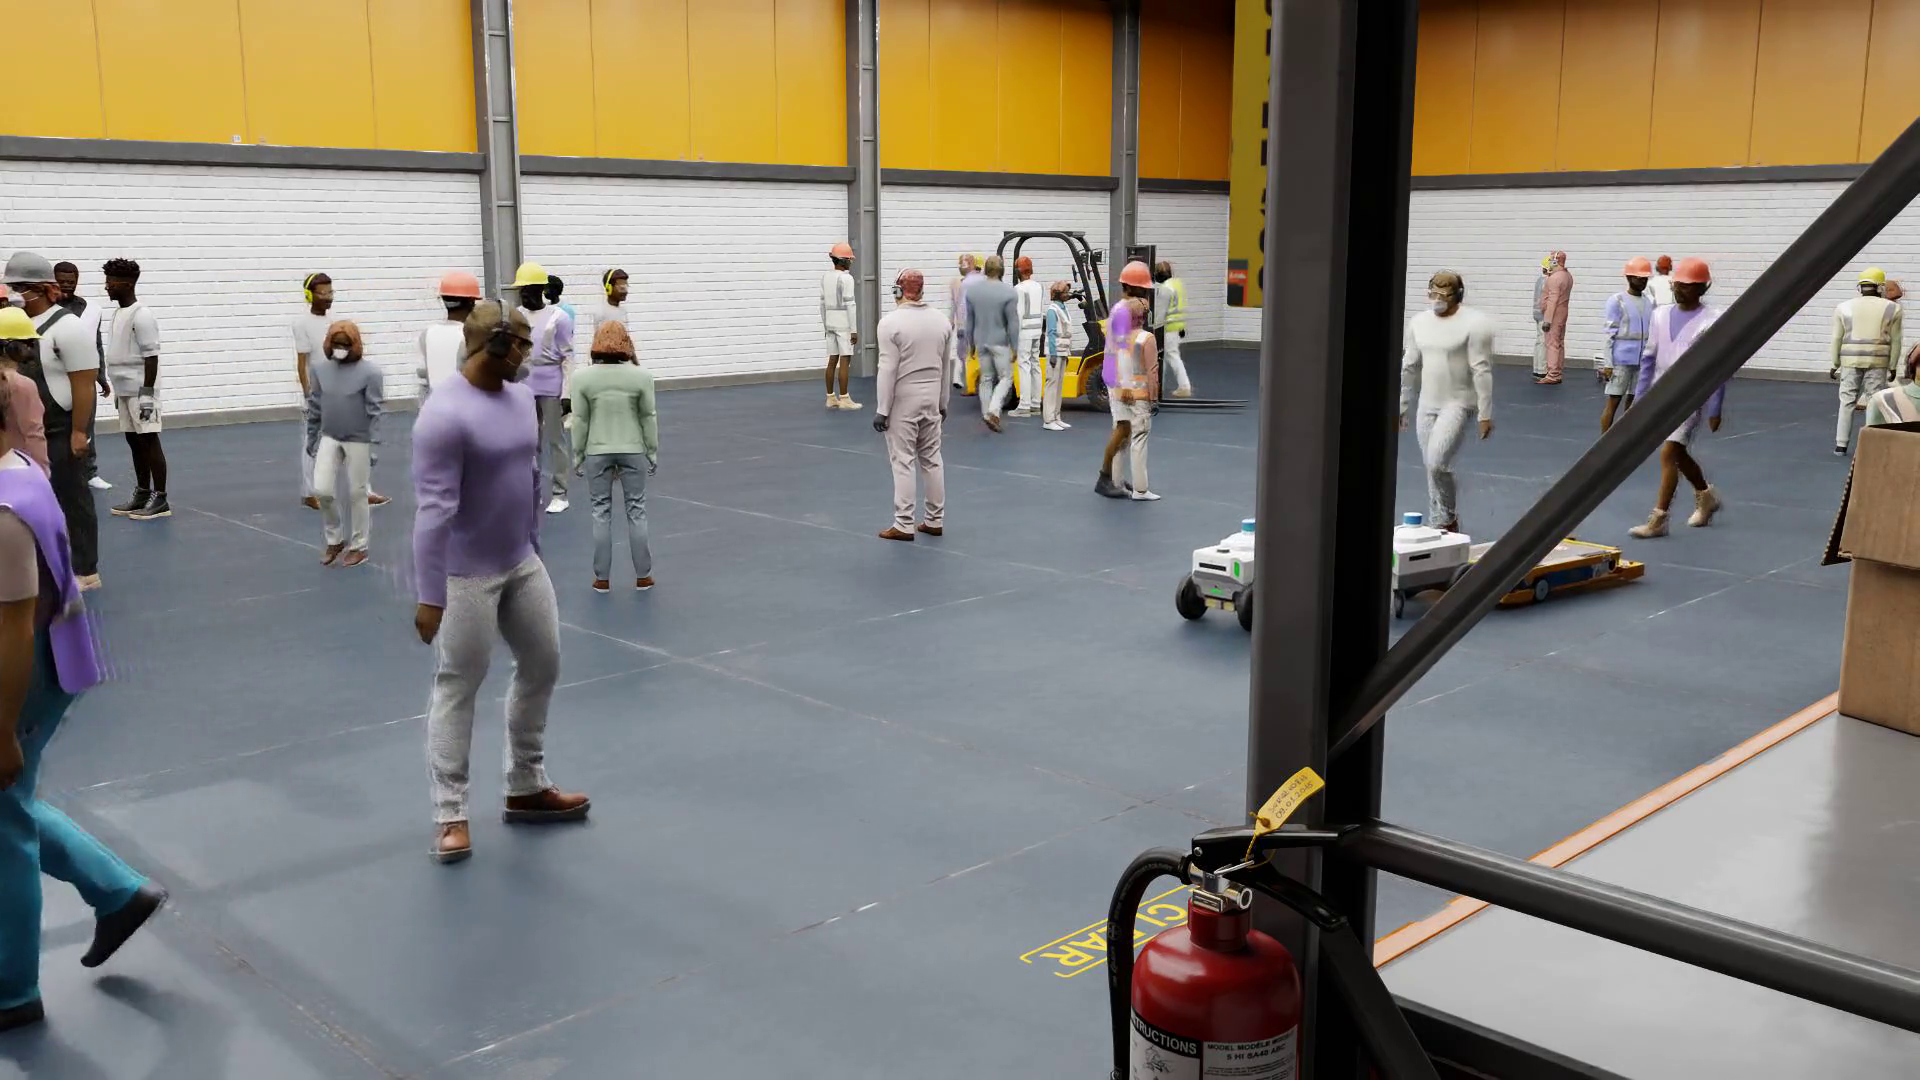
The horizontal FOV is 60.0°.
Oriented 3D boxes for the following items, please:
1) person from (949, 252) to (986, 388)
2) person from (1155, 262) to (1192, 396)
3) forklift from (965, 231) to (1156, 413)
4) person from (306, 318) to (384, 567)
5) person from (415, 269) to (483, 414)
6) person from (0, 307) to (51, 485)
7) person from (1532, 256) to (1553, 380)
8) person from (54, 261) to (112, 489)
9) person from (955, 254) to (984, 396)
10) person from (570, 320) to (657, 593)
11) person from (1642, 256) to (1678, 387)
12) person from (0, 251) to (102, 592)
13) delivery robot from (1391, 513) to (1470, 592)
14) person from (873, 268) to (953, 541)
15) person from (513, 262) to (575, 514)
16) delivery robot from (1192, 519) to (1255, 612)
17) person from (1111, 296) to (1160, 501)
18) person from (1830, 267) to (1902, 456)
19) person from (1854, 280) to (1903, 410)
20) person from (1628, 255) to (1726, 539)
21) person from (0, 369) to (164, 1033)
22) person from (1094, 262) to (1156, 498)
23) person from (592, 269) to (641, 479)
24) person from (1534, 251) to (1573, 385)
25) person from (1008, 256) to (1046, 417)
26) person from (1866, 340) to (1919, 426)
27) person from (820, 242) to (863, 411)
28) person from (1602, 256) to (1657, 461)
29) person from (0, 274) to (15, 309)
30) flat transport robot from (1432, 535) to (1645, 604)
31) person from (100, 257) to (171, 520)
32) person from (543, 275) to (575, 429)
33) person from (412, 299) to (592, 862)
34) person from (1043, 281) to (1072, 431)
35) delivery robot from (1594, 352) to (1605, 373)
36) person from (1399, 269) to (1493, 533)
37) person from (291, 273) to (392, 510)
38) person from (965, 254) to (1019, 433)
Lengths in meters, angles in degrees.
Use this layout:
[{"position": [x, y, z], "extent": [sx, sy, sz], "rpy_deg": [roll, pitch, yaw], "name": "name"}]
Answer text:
[{"position": [0.167, -3.029, 23.048], "extent": [0.627, 1.898, 0.452], "rpy_deg": [6, 12, 29], "name": "person"}, {"position": [2.717, -2.802, 22.136], "extent": [0.884, 1.779, 0.700], "rpy_deg": [4, 11, 21], "name": "person"}, {"position": [1.222, -2.721, 20.561], "extent": [2.313, 2.155, 1.214], "rpy_deg": [2, 11, 13], "name": "forklift"}, {"position": [-3.941, -0.614, 10.643], "extent": [0.570, 1.605, 0.424], "rpy_deg": [1, 10, 6], "name": "person"}, {"position": [-3.053, -0.702, 10.291], "extent": [0.564, 1.917, 0.489], "rpy_deg": [5, 12, 27], "name": "person"}, {"position": [-4.824, -0.304, 8.550], "extent": [0.528, 1.767, 0.329], "rpy_deg": [7, 12, 33], "name": "person"}, {"position": [8.709, -3.292, 24.663], "extent": [0.404, 1.831, 0.600], "rpy_deg": [1, 10, 6], "name": "person"}, {"position": [-7.411, -1.356, 13.878], "extent": [0.395, 1.917, 0.590], "rpy_deg": [7, 12, 33], "name": "person"}, {"position": [0.126, -2.853, 22.120], "extent": [0.476, 1.881, 0.765], "rpy_deg": [3, 11, 15], "name": "person"}, {"position": [-2.067, -0.498, 9.972], "extent": [0.507, 1.631, 0.266], "rpy_deg": [-2, 11, -13], "name": "person"}, {"position": [9.924, -3.096, 23.599], "extent": [0.598, 1.840, 0.895], "rpy_deg": [3, 11, 16], "name": "person"}, {"position": [-5.477, -0.689, 9.902], "extent": [0.673, 2.000, 0.536], "rpy_deg": [5, 12, 27], "name": "person"}, {"position": [2.564, 0.088, 9.461], "extent": [0.707, 0.478, 0.477], "rpy_deg": [-7, 13, -34], "name": "delivery robot"}, {"position": [-0.356, -0.950, 11.694], "extent": [0.652, 1.906, 0.402], "rpy_deg": [-9, 14, -42], "name": "person"}, {"position": [-3.237, -1.164, 12.802], "extent": [0.589, 1.928, 0.386], "rpy_deg": [5, 11, 23], "name": "person"}, {"position": [1.612, 0.129, 9.238], "extent": [0.477, 0.478, 0.707], "rpy_deg": [10, 15, 44], "name": "delivery robot"}, {"position": [1.403, -1.135, 13.420], "extent": [0.306, 1.642, 0.523], "rpy_deg": [-8, 13, -37], "name": "person"}, {"position": [8.727, -1.711, 16.049], "extent": [0.594, 1.828, 0.403], "rpy_deg": [6, 12, 30], "name": "person"}, {"position": [11.153, -2.327, 20.032], "extent": [0.757, 1.606, 0.515], "rpy_deg": [9, 14, 40], "name": "person"}, {"position": [5.199, -1.027, 11.874], "extent": [1.005, 2.008, 0.619], "rpy_deg": [-5, 11, -24], "name": "person"}, {"position": [-2.548, 0.411, 4.467], "extent": [0.568, 1.830, 0.626], "rpy_deg": [-7, 12, -32], "name": "person"}, {"position": [1.342, -1.296, 13.547], "extent": [0.477, 1.919, 0.637], "rpy_deg": [2, 11, 12], "name": "person"}, {"position": [-2.958, -1.425, 14.475], "extent": [0.588, 1.843, 0.484], "rpy_deg": [1, 10, 8], "name": "person"}, {"position": [8.516, -3.183, 23.865], "extent": [0.410, 1.909, 0.643], "rpy_deg": [8, 13, 36], "name": "person"}, {"position": [0.778, -2.391, 19.606], "extent": [0.353, 1.886, 0.573], "rpy_deg": [8, 13, 36], "name": "person"}, {"position": [4.724, -0.186, 8.260], "extent": [0.512, 1.638, 0.307], "rpy_deg": [2, 11, 10], "name": "person"}, {"position": [-1.444, -2.605, 20.345], "extent": [0.380, 2.041, 0.616], "rpy_deg": [-9, 14, -40], "name": "person"}, {"position": [6.304, -1.679, 15.605], "extent": [0.553, 1.935, 0.392], "rpy_deg": [-4, 11, -19], "name": "person"}, {"position": [-6.155, -0.720, 10.519], "extent": [0.565, 1.897, 0.699], "rpy_deg": [8, 13, 38], "name": "person"}, {"position": [3.458, 0.160, 10.100], "extent": [1.431, 0.197, 0.652], "rpy_deg": [-7, 13, -35], "name": "flat transport robot"}, {"position": [-6.242, -1.142, 12.574], "extent": [0.607, 1.966, 0.367], "rpy_deg": [9, 14, 42], "name": "person"}, {"position": [-4.446, -2.074, 18.381], "extent": [0.537, 1.698, 0.320], "rpy_deg": [10, 14, 43], "name": "person"}, {"position": [-1.637, 0.131, 5.815], "extent": [0.453, 1.918, 0.740], "rpy_deg": [4, 11, 21], "name": "person"}, {"position": [1.078, -2.028, 18.297], "extent": [0.312, 1.639, 0.518], "rpy_deg": [4, 11, 20], "name": "person"}, {"position": [9.625, -2.629, 24.276], "extent": [0.707, 0.478, 0.477], "rpy_deg": [-3, 11, -15], "name": "delivery robot"}, {"position": [3.270, -0.872, 11.262], "extent": [0.485, 1.906, 0.726], "rpy_deg": [-7, 12, -33], "name": "person"}, {"position": [-4.808, -1.119, 12.793], "extent": [0.858, 1.834, 0.570], "rpy_deg": [5, 11, 24], "name": "person"}, {"position": [0.339, -2.099, 17.902], "extent": [0.660, 1.933, 0.526], "rpy_deg": [5, 12, 27], "name": "person"}]
